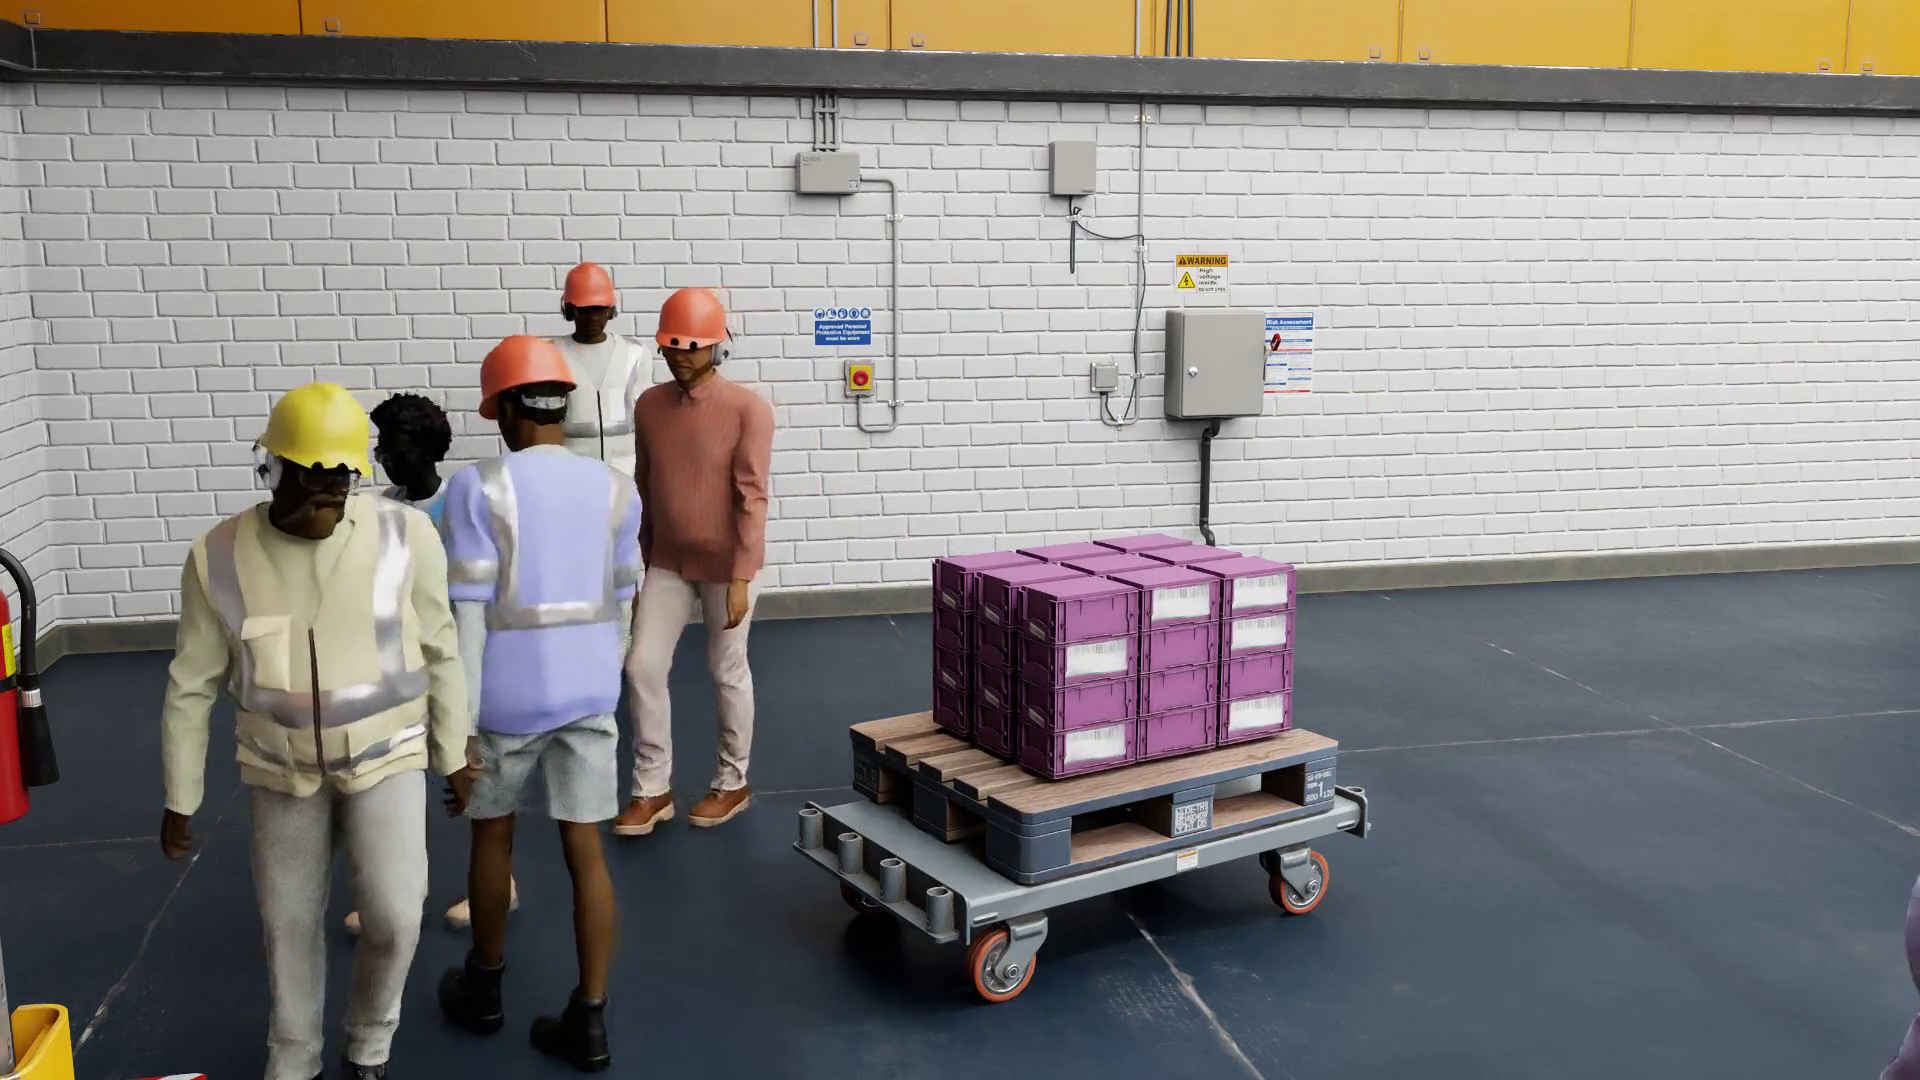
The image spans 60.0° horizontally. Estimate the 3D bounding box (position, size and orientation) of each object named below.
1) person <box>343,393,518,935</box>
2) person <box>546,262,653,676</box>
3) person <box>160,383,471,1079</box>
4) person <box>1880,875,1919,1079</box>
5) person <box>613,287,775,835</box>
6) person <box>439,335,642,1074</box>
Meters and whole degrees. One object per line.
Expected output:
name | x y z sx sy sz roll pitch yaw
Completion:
person | -1.639 0.395 5.024 0.544 1.670 0.628 8 13 36
person | -1.721 -0.294 7.903 0.609 2.032 0.410 -5 11 -24
person | -1.511 0.533 3.910 0.683 1.808 0.434 -2 10 -10
person | 1.526 0.775 2.455 0.988 1.857 0.643 7 13 35
person | -0.957 0.103 5.863 0.626 1.962 0.736 4 11 23
person | -1.135 0.412 4.406 0.606 1.875 0.804 -7 13 -36
